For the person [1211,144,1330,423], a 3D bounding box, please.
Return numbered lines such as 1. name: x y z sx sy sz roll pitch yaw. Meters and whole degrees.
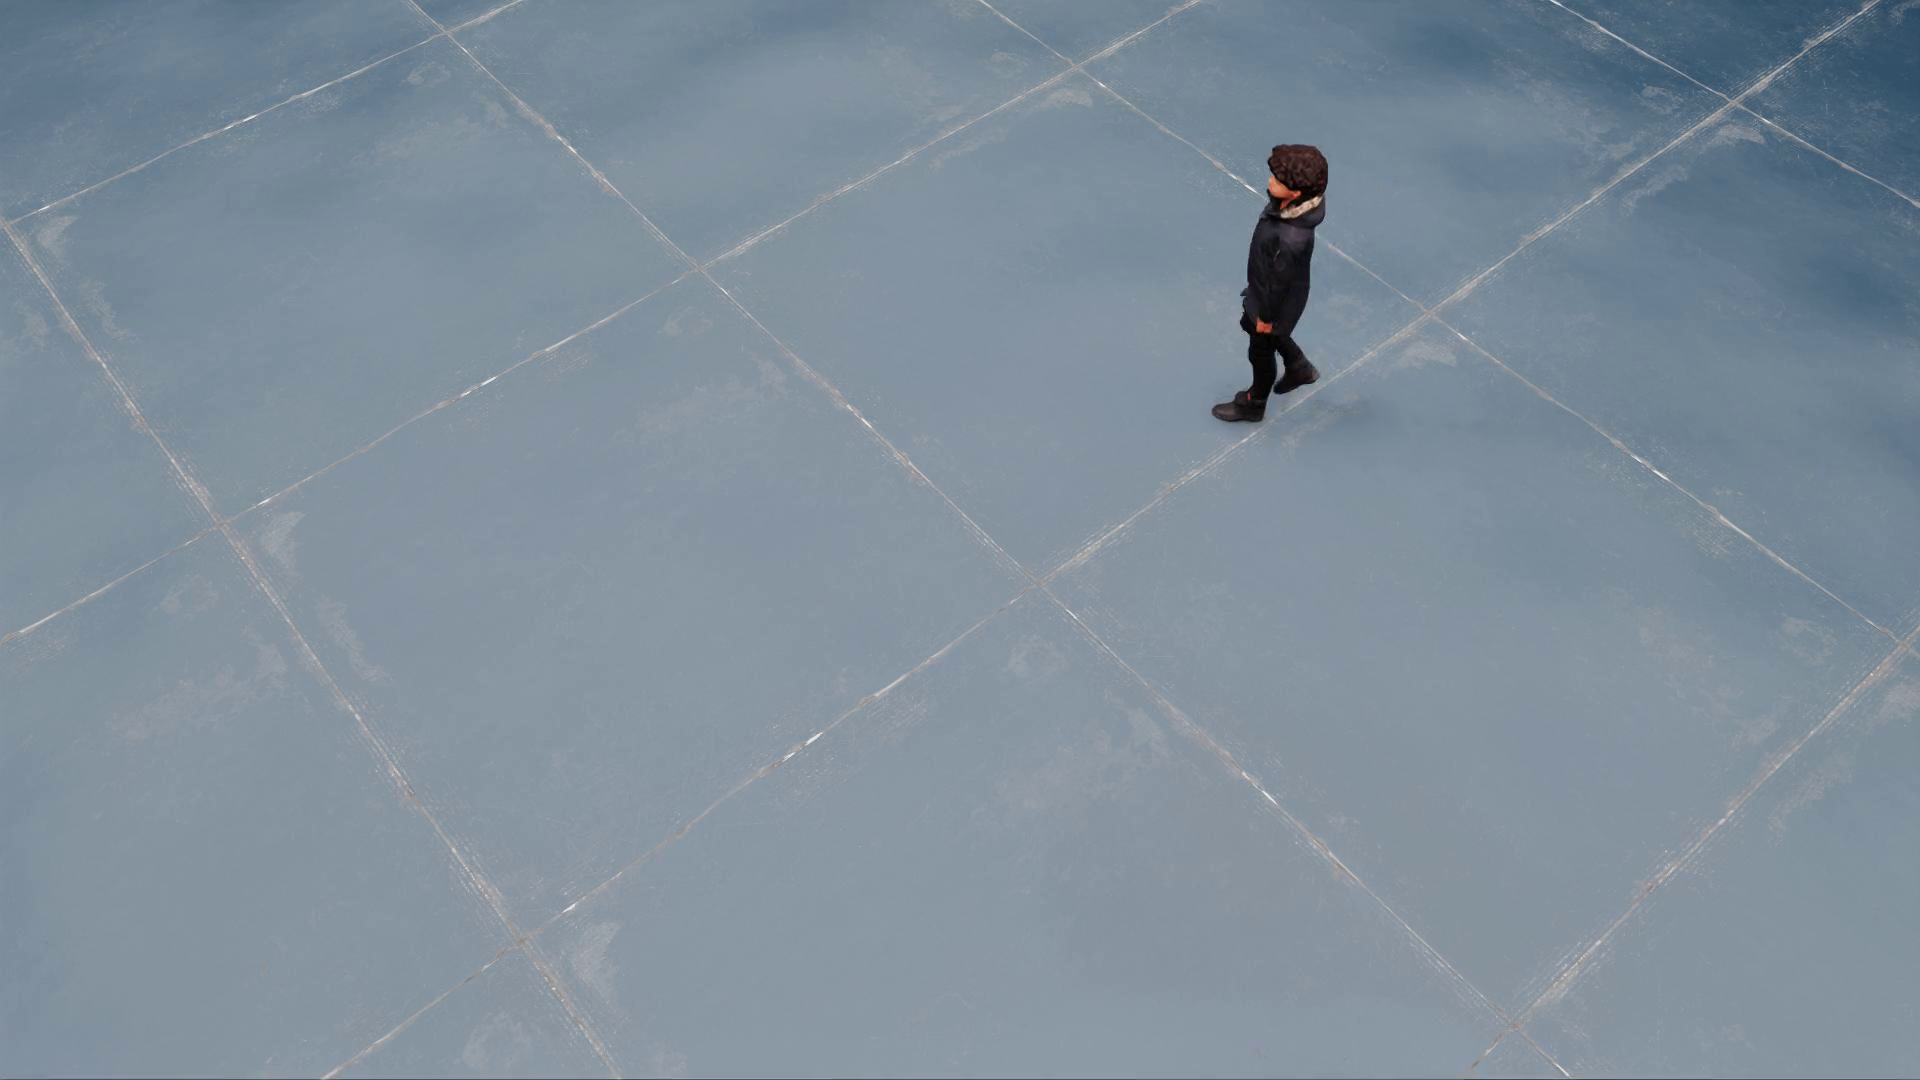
1. person: 1.677 -1.253 8.395 0.937 1.766 0.873 2 52 2
